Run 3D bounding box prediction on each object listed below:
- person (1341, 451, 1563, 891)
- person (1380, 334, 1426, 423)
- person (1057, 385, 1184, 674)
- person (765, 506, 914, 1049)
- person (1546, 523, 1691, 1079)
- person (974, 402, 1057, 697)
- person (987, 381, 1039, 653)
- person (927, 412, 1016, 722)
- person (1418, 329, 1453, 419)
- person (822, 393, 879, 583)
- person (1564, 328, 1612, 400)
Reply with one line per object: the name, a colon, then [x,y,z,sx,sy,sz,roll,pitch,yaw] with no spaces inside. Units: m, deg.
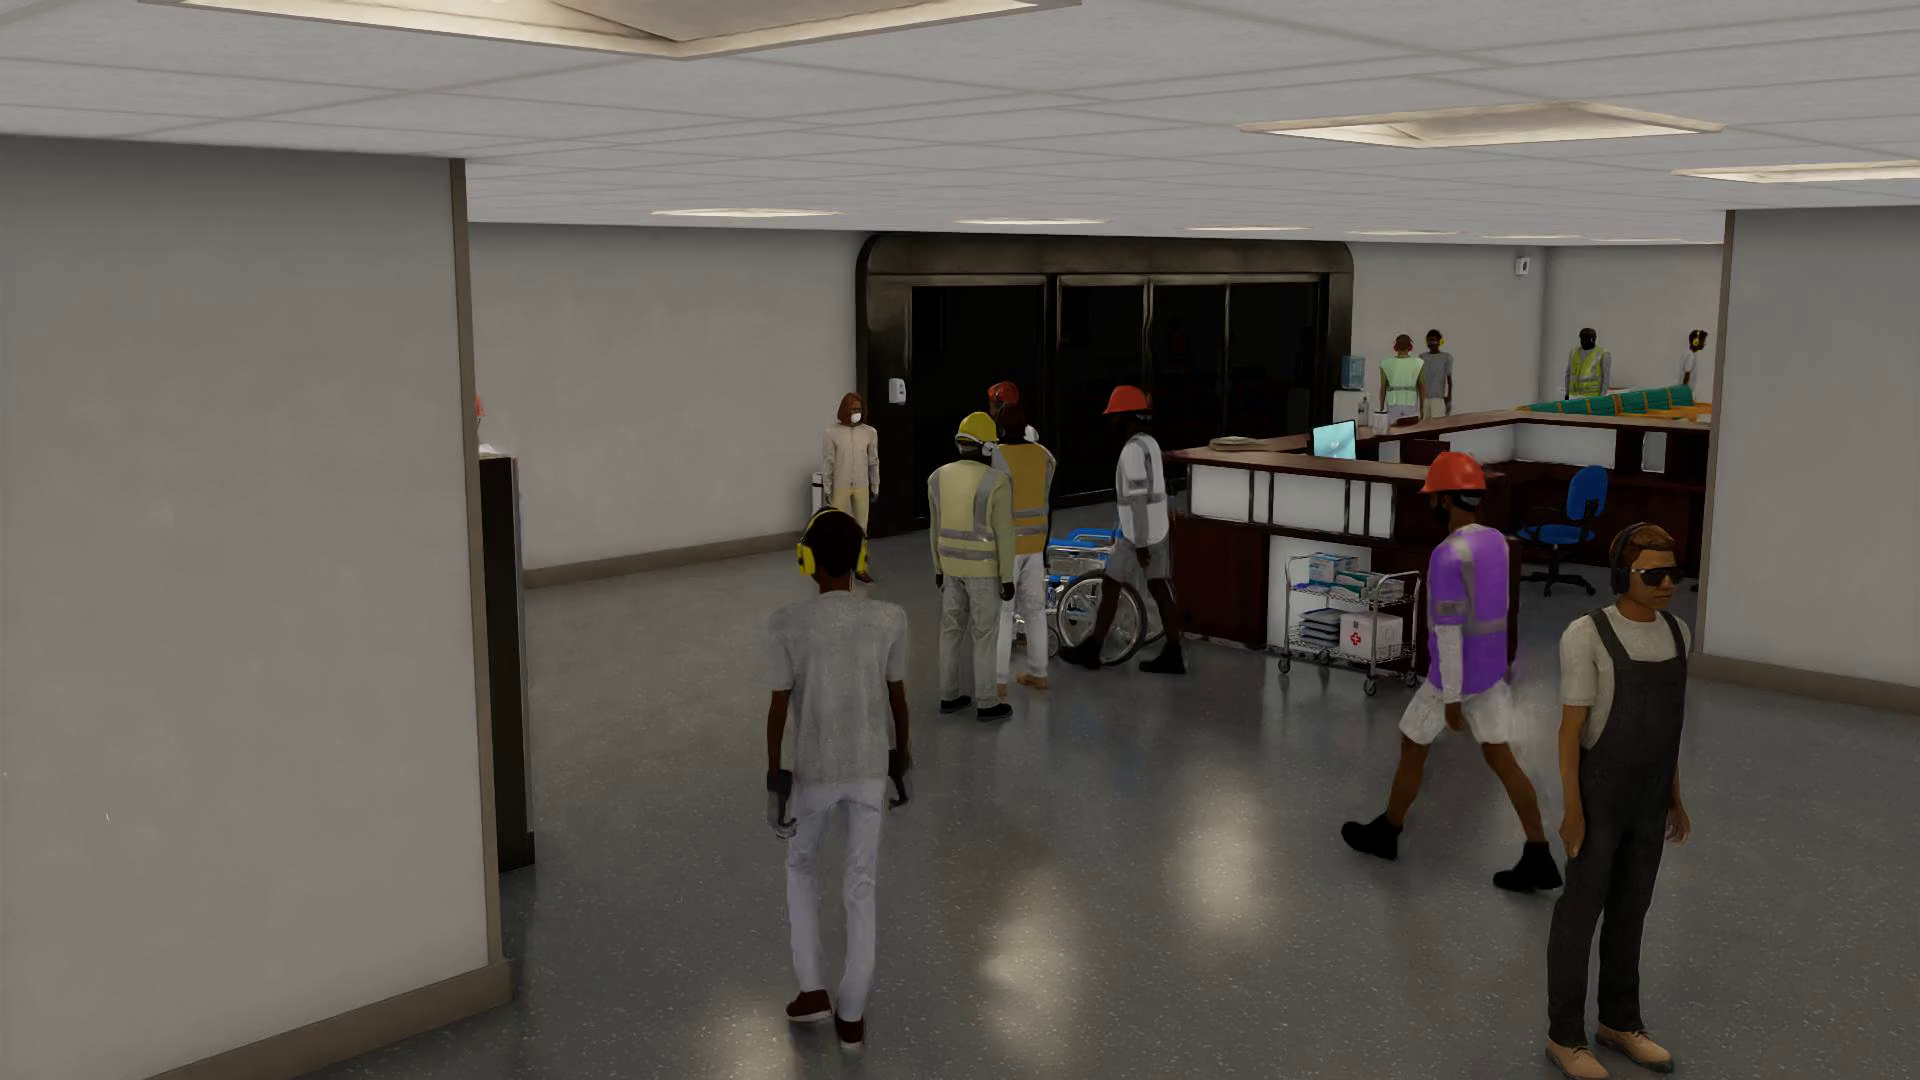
person: [2.196,0.561,7.209,0.532,1.882,1.035,-7,12,-37]
person: [5.551,-1.660,20.907,0.564,1.838,0.388,2,10,13]
person: [1.061,-0.062,10.916,0.922,1.894,0.573,4,10,23]
person: [-0.405,0.807,5.725,0.537,1.850,0.484,-2,9,-11]
person: [2.176,0.855,5.451,0.504,1.847,0.344,-4,10,-23]
person: [0.315,0.056,10.426,0.625,1.835,0.431,-7,11,-36]
person: [0.329,-0.158,11.548,0.356,1.887,0.572,5,11,29]
person: [0.089,0.156,9.826,0.595,1.823,0.403,7,12,37]
person: [6.262,-1.878,22.206,0.557,1.859,0.566,8,12,41]
person: [-0.916,-0.428,14.019,0.504,1.627,0.285,-4,10,-24]
person: [8.738,-2.044,23.252,0.429,1.841,0.634,-8,12,-41]
